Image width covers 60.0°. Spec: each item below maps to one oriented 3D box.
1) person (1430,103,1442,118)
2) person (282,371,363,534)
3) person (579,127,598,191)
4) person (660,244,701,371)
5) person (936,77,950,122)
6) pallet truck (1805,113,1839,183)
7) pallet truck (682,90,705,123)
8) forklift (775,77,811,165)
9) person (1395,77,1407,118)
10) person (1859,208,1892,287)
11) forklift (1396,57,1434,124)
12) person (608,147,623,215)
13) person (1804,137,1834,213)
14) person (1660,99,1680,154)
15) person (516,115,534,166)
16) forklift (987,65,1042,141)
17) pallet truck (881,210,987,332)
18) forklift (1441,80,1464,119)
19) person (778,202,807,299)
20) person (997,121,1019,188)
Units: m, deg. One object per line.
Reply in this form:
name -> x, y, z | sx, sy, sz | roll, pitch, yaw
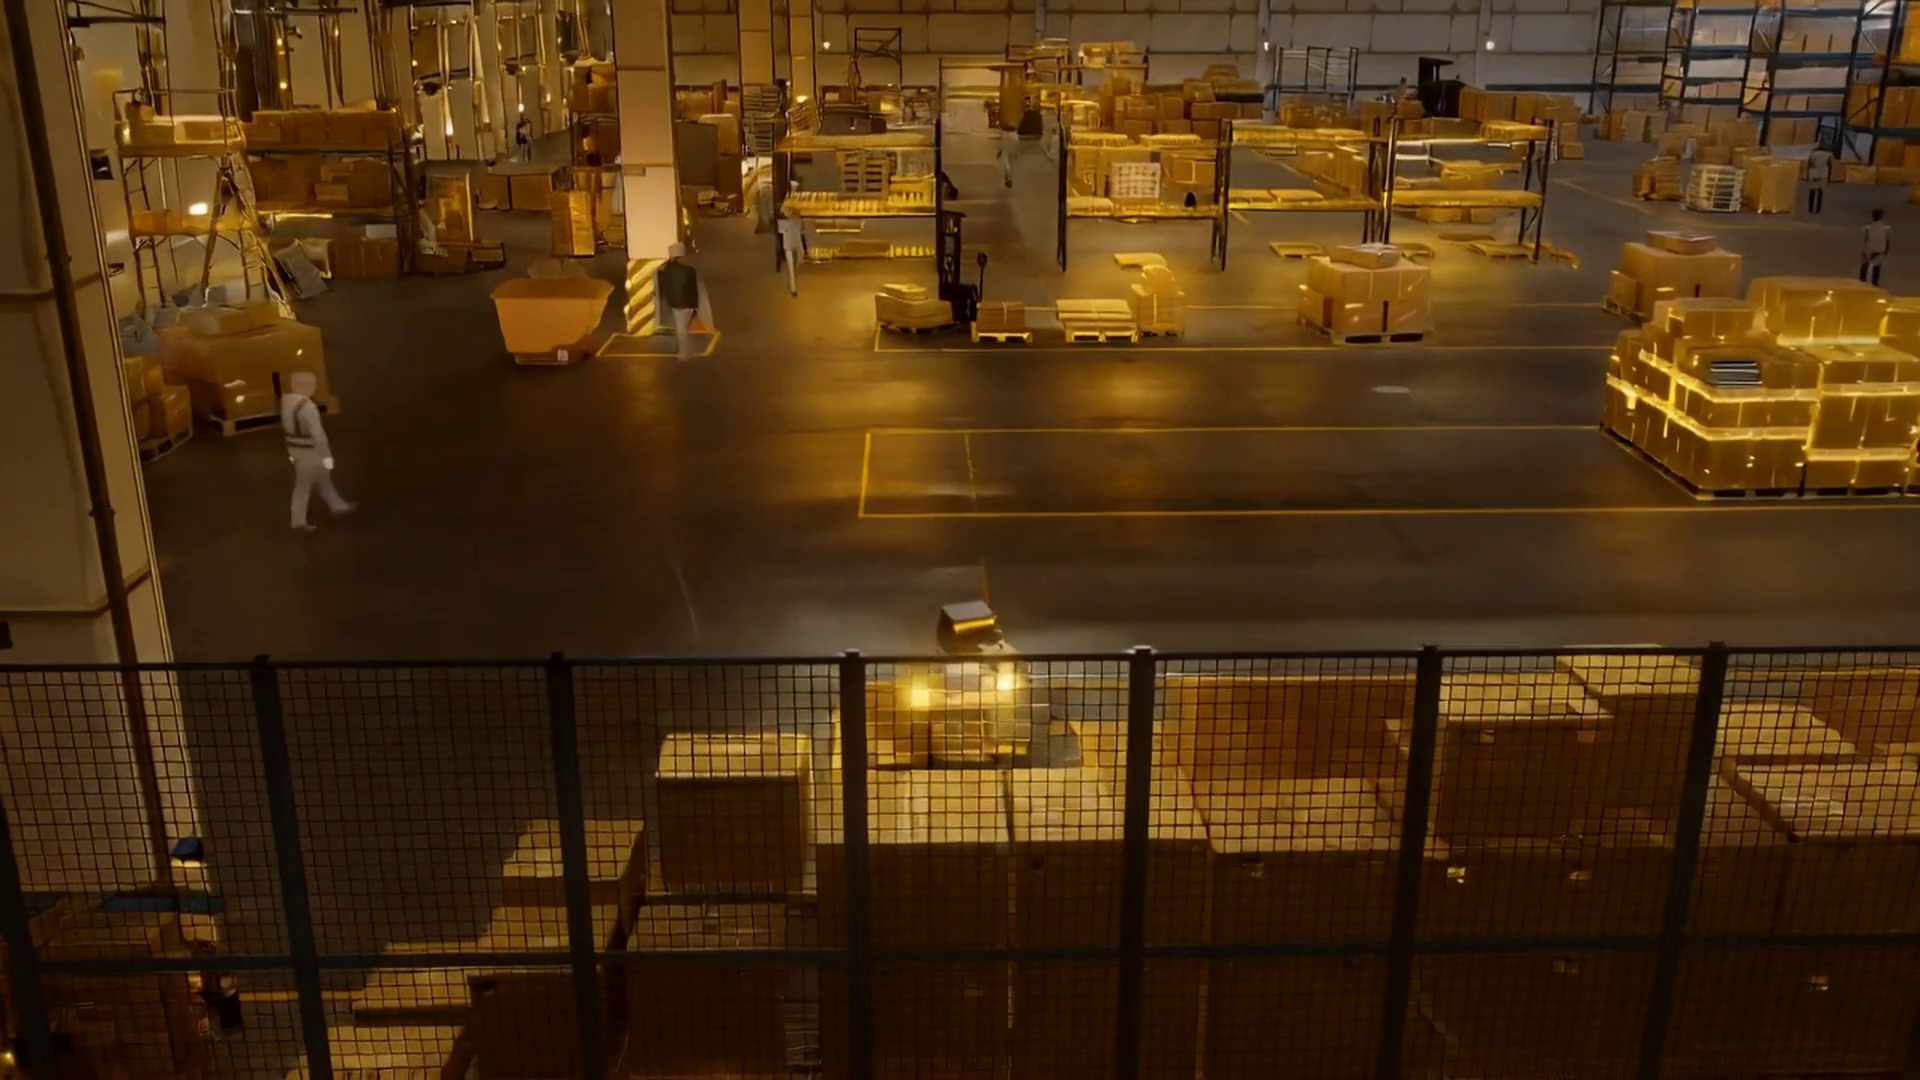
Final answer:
person -> 15.820, -13.454, 55.146 | 0.623, 1.993, 0.384 | -1, 19, -2
person -> -7.117, -0.993, 18.472 | 0.918, 1.798, 0.660 | -14, 23, -36
person -> -10.765, -11.022, 48.195 | 0.569, 1.825, 0.984 | 2, 19, 5
person -> -4.461, -3.642, 26.091 | 0.645, 1.957, 0.857 | 9, 21, 25
person -> -0.706, -18.995, 71.755 | 0.633, 1.883, 0.827 | 3, 19, 10
pallet truck -> 26.403, -11.957, 50.702 | 0.823, 1.965, 1.885 | 6, 19, 16
pallet truck -> -9.671, -15.907, 62.421 | 0.823, 1.965, 1.885 | 5, 19, 15
forklift -> -5.920, -13.893, 55.085 | 1.873, 2.768, 1.129 | -1, 19, -1
person -> 18.887, -18.803, 71.130 | 0.444, 1.920, 0.649 | 3, 19, 8
person -> 17.836, -5.623, 32.424 | 0.519, 1.660, 0.843 | 6, 20, 19
forklift -> 19.159, -18.499, 68.750 | 1.873, 2.768, 1.129 | -1, 19, -1
person -> -8.786, -9.234, 42.929 | 0.541, 1.795, 0.954 | -14, 23, -37
person -> 22.702, -9.666, 43.980 | 0.638, 1.941, 0.774 | 9, 20, 24
person -> 24.944, -14.527, 58.486 | 0.431, 1.891, 0.676 | -7, 20, -20
person -> -14.346, -13.184, 54.904 | 0.546, 1.625, 0.375 | -3, 19, -10
forklift -> 2.094, -16.461, 62.703 | 1.873, 2.768, 1.129 | -10, 21, -27
pallet truck -> -0.493, -4.759, 29.349 | 1.885, 1.965, 0.823 | -13, 23, -34
forklift -> 15.644, -13.239, 53.146 | 1.873, 2.768, 1.129 | -1, 19, -1
person -> -3.278, -5.640, 32.217 | 0.521, 1.840, 0.802 | -9, 21, -24
person -> 1.457, -11.394, 49.167 | 0.630, 1.914, 0.873 | -6, 20, -18
